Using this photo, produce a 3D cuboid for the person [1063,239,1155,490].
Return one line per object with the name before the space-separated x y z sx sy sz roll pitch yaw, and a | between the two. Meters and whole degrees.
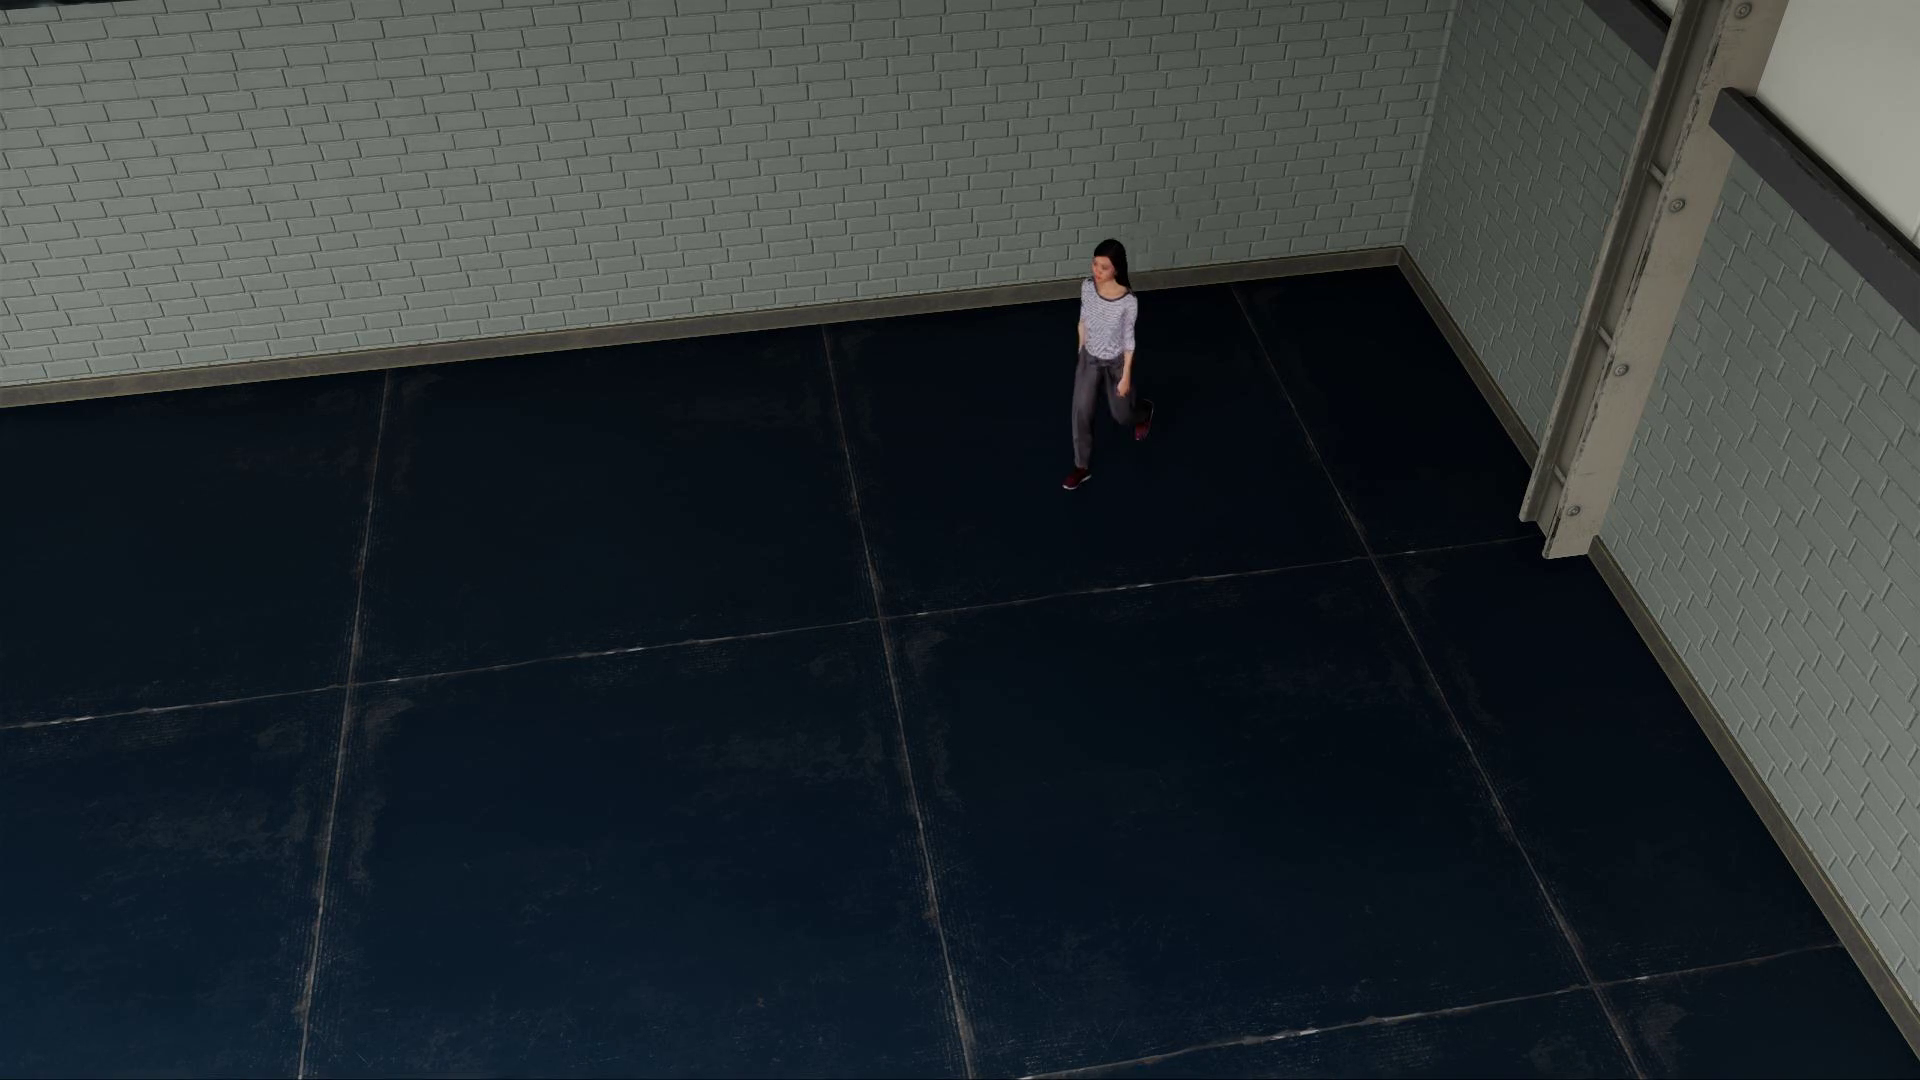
person | 0.951 -1.102 10.092 1.039 1.712 1.078 28 50 26
